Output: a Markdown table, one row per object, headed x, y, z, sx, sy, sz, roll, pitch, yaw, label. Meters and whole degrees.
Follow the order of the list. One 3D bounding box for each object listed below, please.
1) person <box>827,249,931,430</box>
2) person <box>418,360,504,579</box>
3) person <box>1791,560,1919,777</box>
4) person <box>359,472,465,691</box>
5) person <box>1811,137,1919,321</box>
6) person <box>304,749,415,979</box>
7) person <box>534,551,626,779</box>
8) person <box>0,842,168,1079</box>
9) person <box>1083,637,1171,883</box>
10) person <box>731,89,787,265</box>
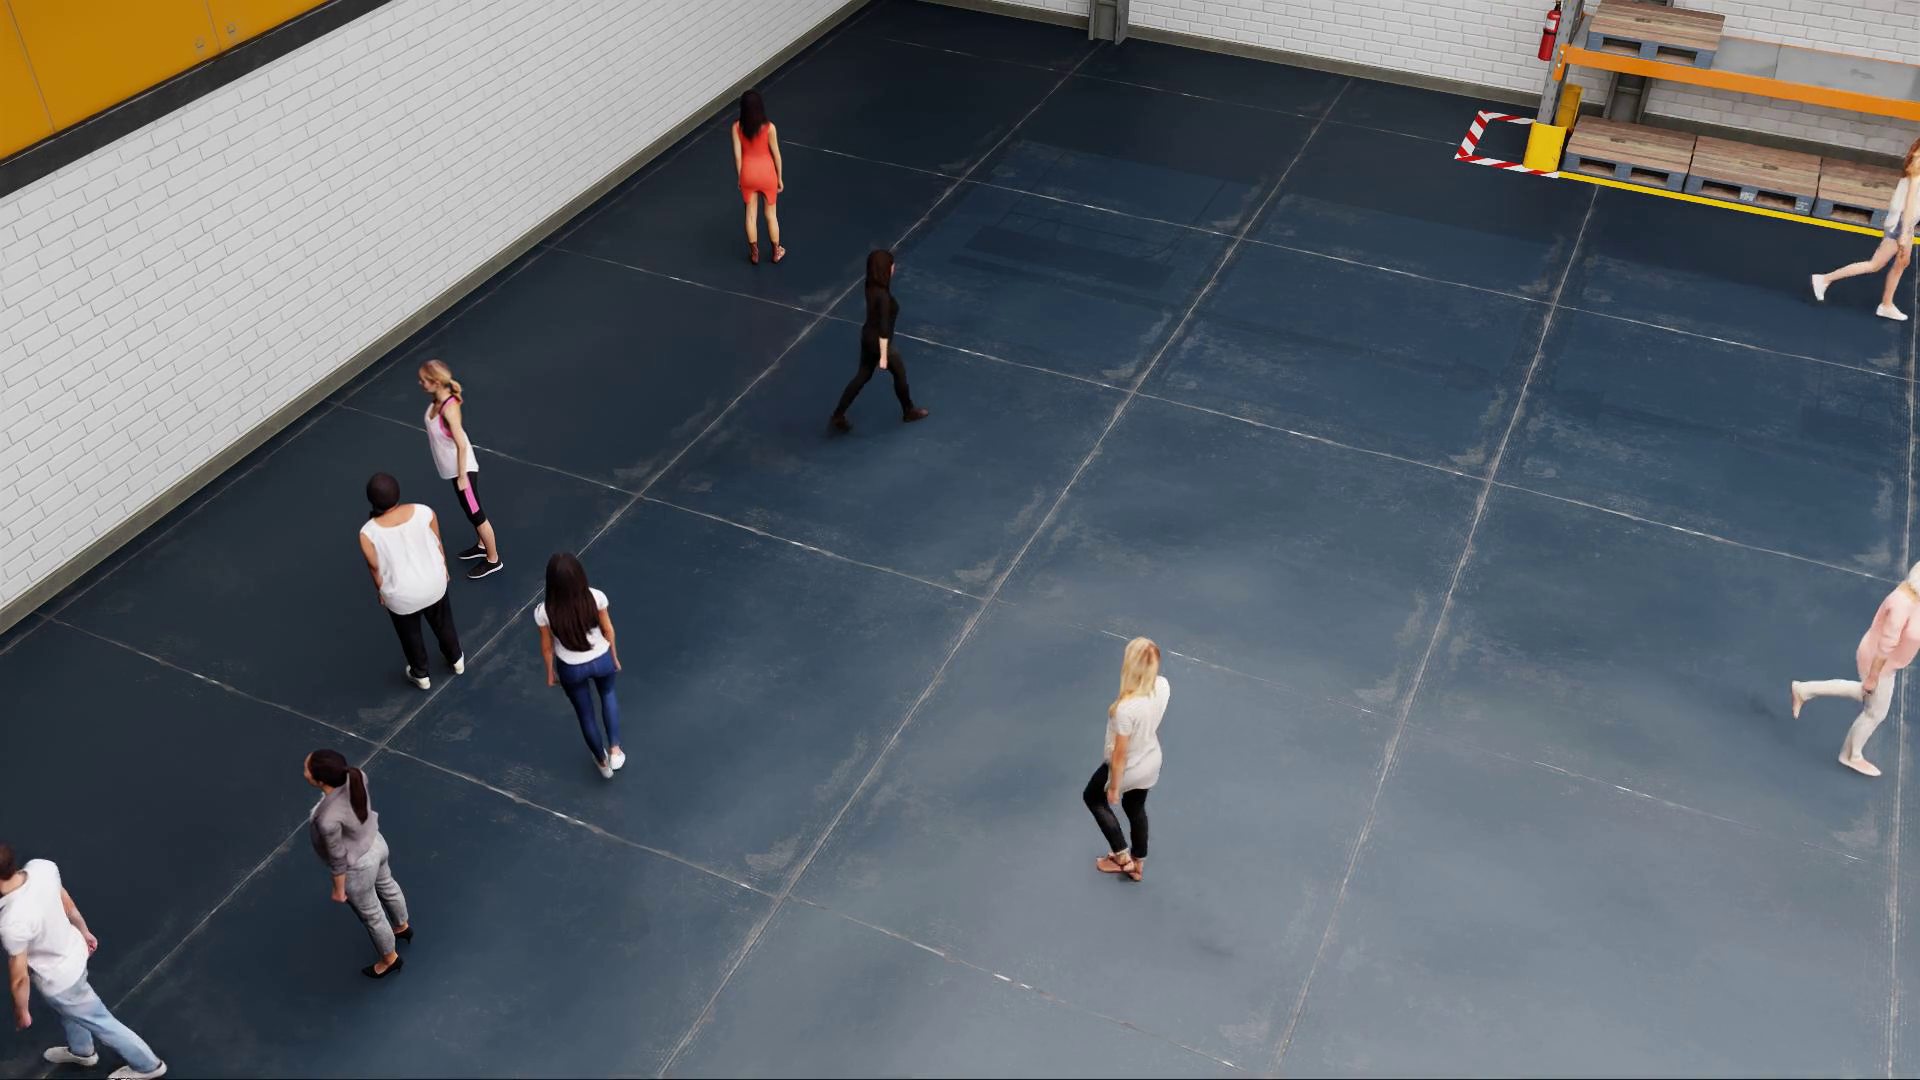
| x | y | z | sx | sy | sz | roll | pitch | yaw | label |
| --- | --- | --- | --- | --- | --- | --- | --- | --- | --- |
| -0.732 | -1.534 | 13.189 | 1.084 | 1.606 | 1.097 | -17 | 42 | -20 | person |
| -3.529 | -0.513 | 11.766 | 0.748 | 1.786 | 0.664 | -17 | 42 | -20 | person |
| 5.635 | 0.691 | 10.326 | 0.801 | 1.702 | 1.014 | -31 | 48 | -33 | person |
| -3.603 | 0.253 | 10.886 | 0.761 | 1.687 | 0.785 | -22 | 44 | -25 | person |
| 8.129 | -2.749 | 14.610 | 1.114 | 1.731 | 0.688 | 23 | 44 | 26 | person |
| -3.255 | 1.744 | 9.027 | 0.692 | 1.678 | 0.693 | 4 | 39 | 5 | person |
| -2.249 | 0.829 | 10.100 | 0.726 | 1.767 | 0.780 | -15 | 41 | -18 | person |
| -4.430 | 2.158 | 8.389 | 1.035 | 1.826 | 0.937 | -6 | 39 | -8 | person |
| 1.053 | 1.329 | 9.441 | 0.702 | 1.809 | 0.708 | 29 | 47 | 31 | person |
| -1.863 | -3.350 | 15.372 | 0.605 | 1.719 | 0.722 | -1 | 39 | -1 | person |
